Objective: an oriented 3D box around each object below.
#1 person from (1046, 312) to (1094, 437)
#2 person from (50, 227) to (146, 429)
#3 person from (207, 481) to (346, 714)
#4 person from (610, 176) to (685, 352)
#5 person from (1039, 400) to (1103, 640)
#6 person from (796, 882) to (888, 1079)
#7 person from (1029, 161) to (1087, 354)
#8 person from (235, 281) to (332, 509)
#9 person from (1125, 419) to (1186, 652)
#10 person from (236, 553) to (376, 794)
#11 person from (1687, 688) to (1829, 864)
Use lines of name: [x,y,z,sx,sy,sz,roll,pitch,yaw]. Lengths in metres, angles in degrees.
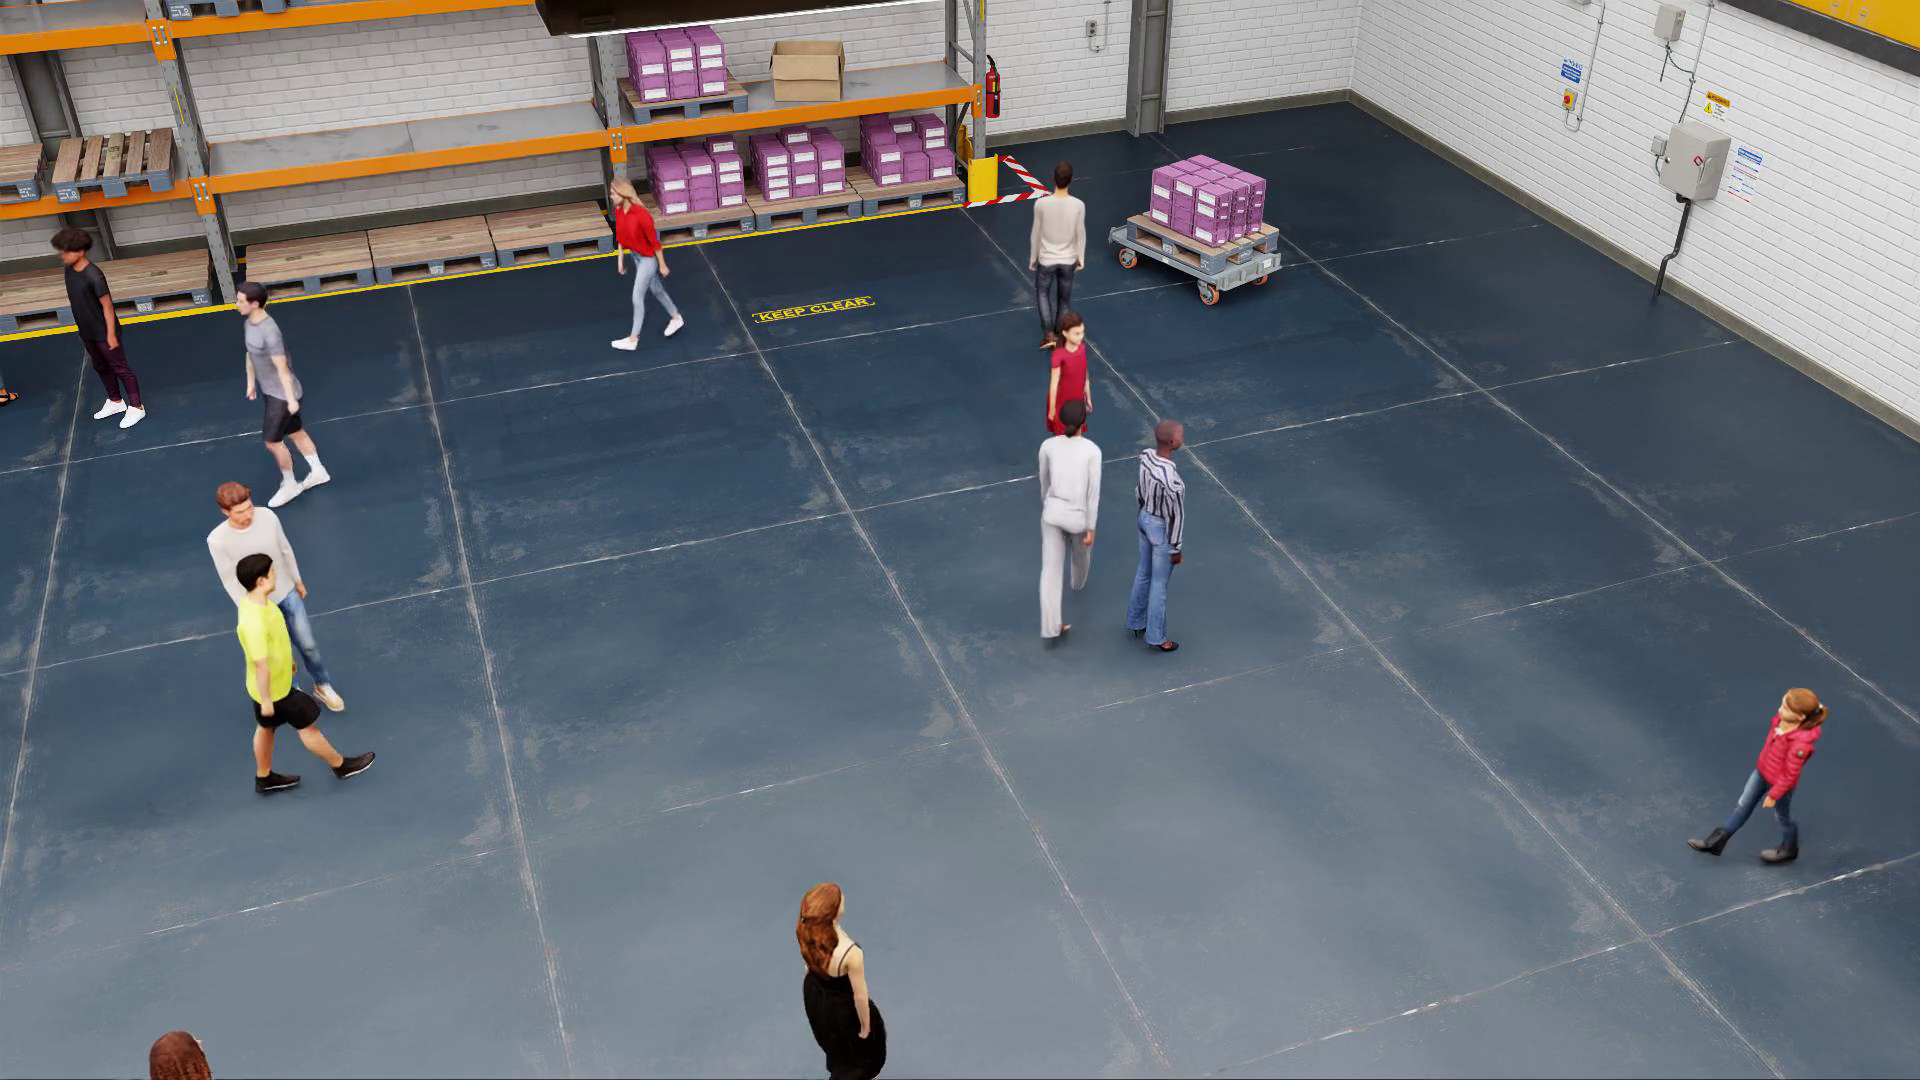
person: [0.815,-1.154,13.402,0.726,1.544,0.671,27,42,34]
person: [-7.370,-1.839,14.220,0.713,1.780,0.759,17,37,24]
person: [-4.571,0.361,10.832,0.888,1.867,0.799,26,41,33]
person: [-2.864,-2.605,15.488,0.951,1.651,1.175,24,40,31]
person: [0.746,-0.083,11.681,1.178,1.667,1.167,13,36,19]
person: [-0.661,2.318,8.119,0.806,1.611,0.930,24,40,31]
person: [0.884,-2.510,15.167,0.784,1.850,0.855,0,34,0]
person: [-5.308,-1.205,13.201,0.914,1.853,0.828,-25,41,-32]
person: [1.366,-0.035,11.492,0.538,1.796,0.631,-14,36,-20]
person: [-4.320,0.887,10.218,0.989,1.670,0.702,-13,36,-19]
person: [4.863,1.417,9.768,0.955,1.286,0.714,0,34,-1]
